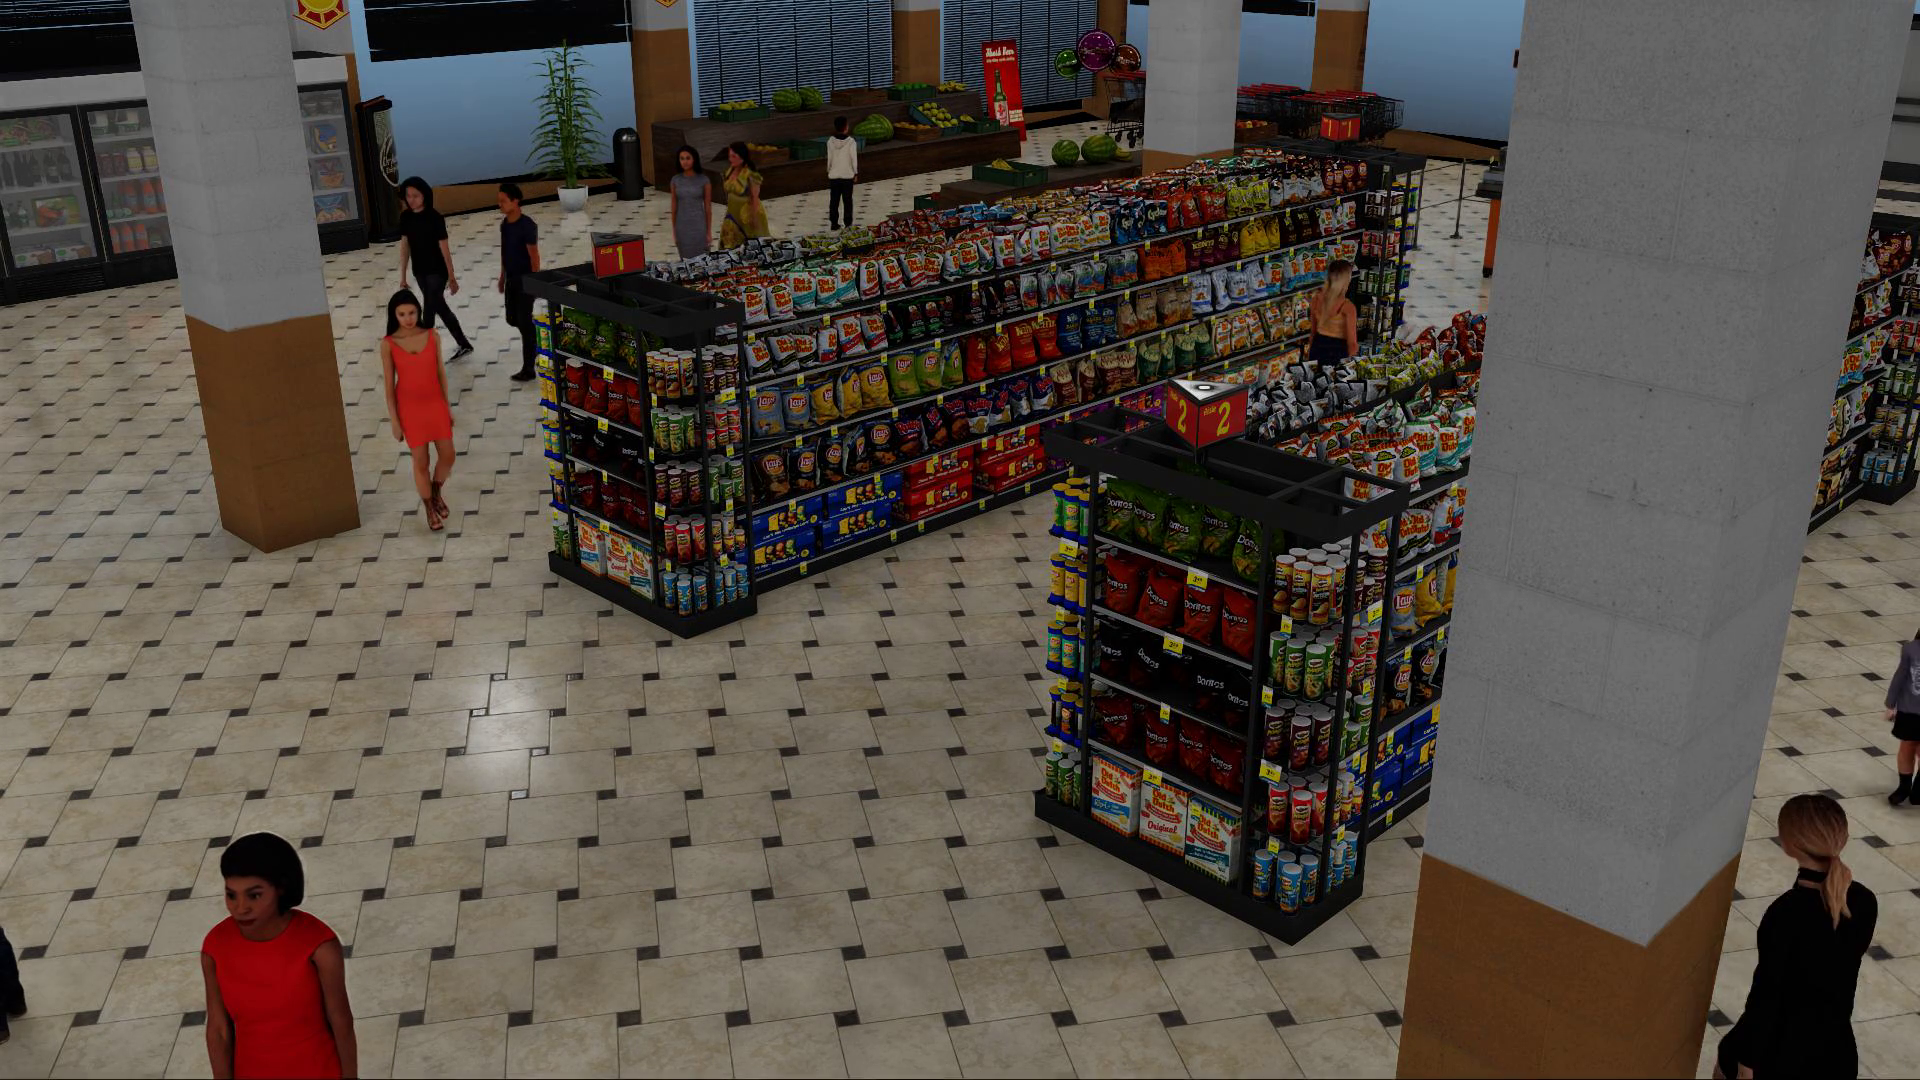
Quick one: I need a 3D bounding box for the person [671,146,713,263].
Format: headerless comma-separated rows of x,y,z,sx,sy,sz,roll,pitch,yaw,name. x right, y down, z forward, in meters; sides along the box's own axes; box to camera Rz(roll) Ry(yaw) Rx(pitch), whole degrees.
-2.729,-3.129,17.001,0.654,1.779,0.703,1,22,3,person

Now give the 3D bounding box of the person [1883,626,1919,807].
4.755,0.794,8.149,0.478,1.100,0.465,20,29,40,person

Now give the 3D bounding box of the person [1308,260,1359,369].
2.780,-1.327,12.735,0.737,1.617,0.609,-18,28,-37,person

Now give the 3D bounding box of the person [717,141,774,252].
-2.301,-3.515,18.190,1.034,1.609,1.454,10,24,24,person

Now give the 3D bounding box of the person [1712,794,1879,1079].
2.631,1.693,5.165,1.137,1.657,1.061,-6,23,-14,person

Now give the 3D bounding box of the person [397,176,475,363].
-4.821,-2.466,15.351,0.903,1.779,1.196,12,25,27,person

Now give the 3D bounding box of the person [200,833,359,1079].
-2.035,1.673,5.097,0.622,1.744,0.700,-2,22,-5,person

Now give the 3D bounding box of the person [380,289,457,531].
-3.780,-0.915,11.584,0.626,1.710,0.729,-14,26,-31,person

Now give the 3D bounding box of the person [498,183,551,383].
-3.922,-2.355,15.080,0.659,1.775,0.843,18,28,38,person

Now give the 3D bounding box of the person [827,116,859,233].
-1.521,-4.684,21.310,0.642,1.451,0.626,8,23,19,person
